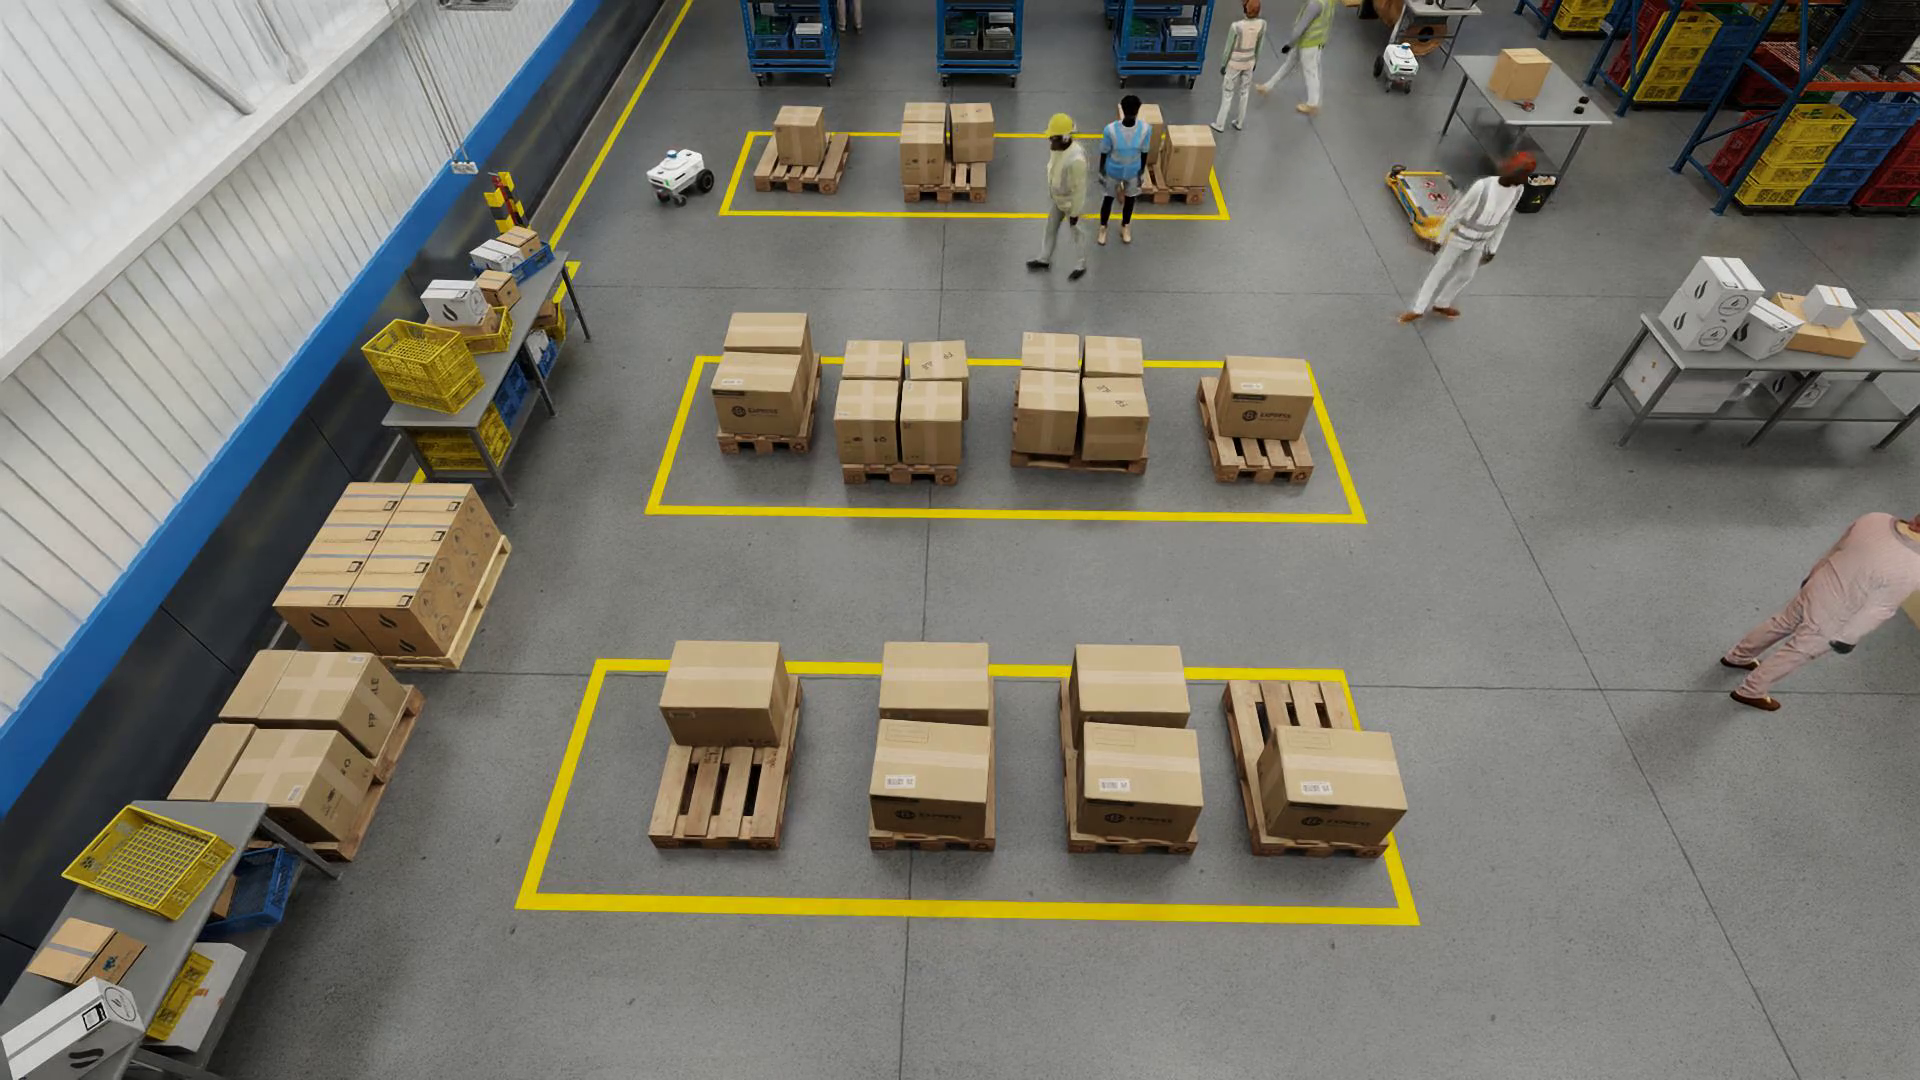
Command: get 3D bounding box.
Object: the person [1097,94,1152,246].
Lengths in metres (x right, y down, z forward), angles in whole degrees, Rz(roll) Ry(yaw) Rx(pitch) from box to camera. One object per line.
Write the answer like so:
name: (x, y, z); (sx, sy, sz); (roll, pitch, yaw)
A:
person: (1.784, -4.057, 10.096); (0.540, 1.690, 0.321); (-1, 49, -1)

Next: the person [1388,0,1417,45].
person: (6.626, -7.926, 13.289); (0.372, 1.932, 0.632); (23, 53, 18)

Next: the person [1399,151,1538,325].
person: (4.953, -2.924, 9.015); (0.715, 1.854, 0.350); (-7, 49, -6)

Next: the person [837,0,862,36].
person: (-1.765, -8.843, 14.049); (0.622, 1.982, 0.412); (-20, 52, -16)

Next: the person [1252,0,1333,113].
person: (4.616, -6.751, 12.362); (1.007, 1.783, 0.622); (19, 52, 16)

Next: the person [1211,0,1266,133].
person: (3.662, -6.206, 11.995); (0.511, 1.630, 0.318); (-10, 50, -9)

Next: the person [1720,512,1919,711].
person: (5.831, 0.428, 6.080); (0.400, 1.900, 0.648); (12, 50, 10)

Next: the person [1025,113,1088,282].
person: (1.097, -3.568, 9.616); (0.651, 1.792, 0.595); (-17, 51, -14)

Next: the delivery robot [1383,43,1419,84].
delivery robot: (6.372, -6.919, 13.258); (0.477, 0.478, 0.707); (5, 49, 4)

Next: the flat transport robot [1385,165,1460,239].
flat transport robot: (5.692, -4.094, 11.059); (0.652, 0.197, 1.431); (1, 49, 1)

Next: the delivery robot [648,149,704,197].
delivery robot: (-3.451, -4.483, 11.149); (0.477, 0.478, 0.707); (22, 53, 18)
